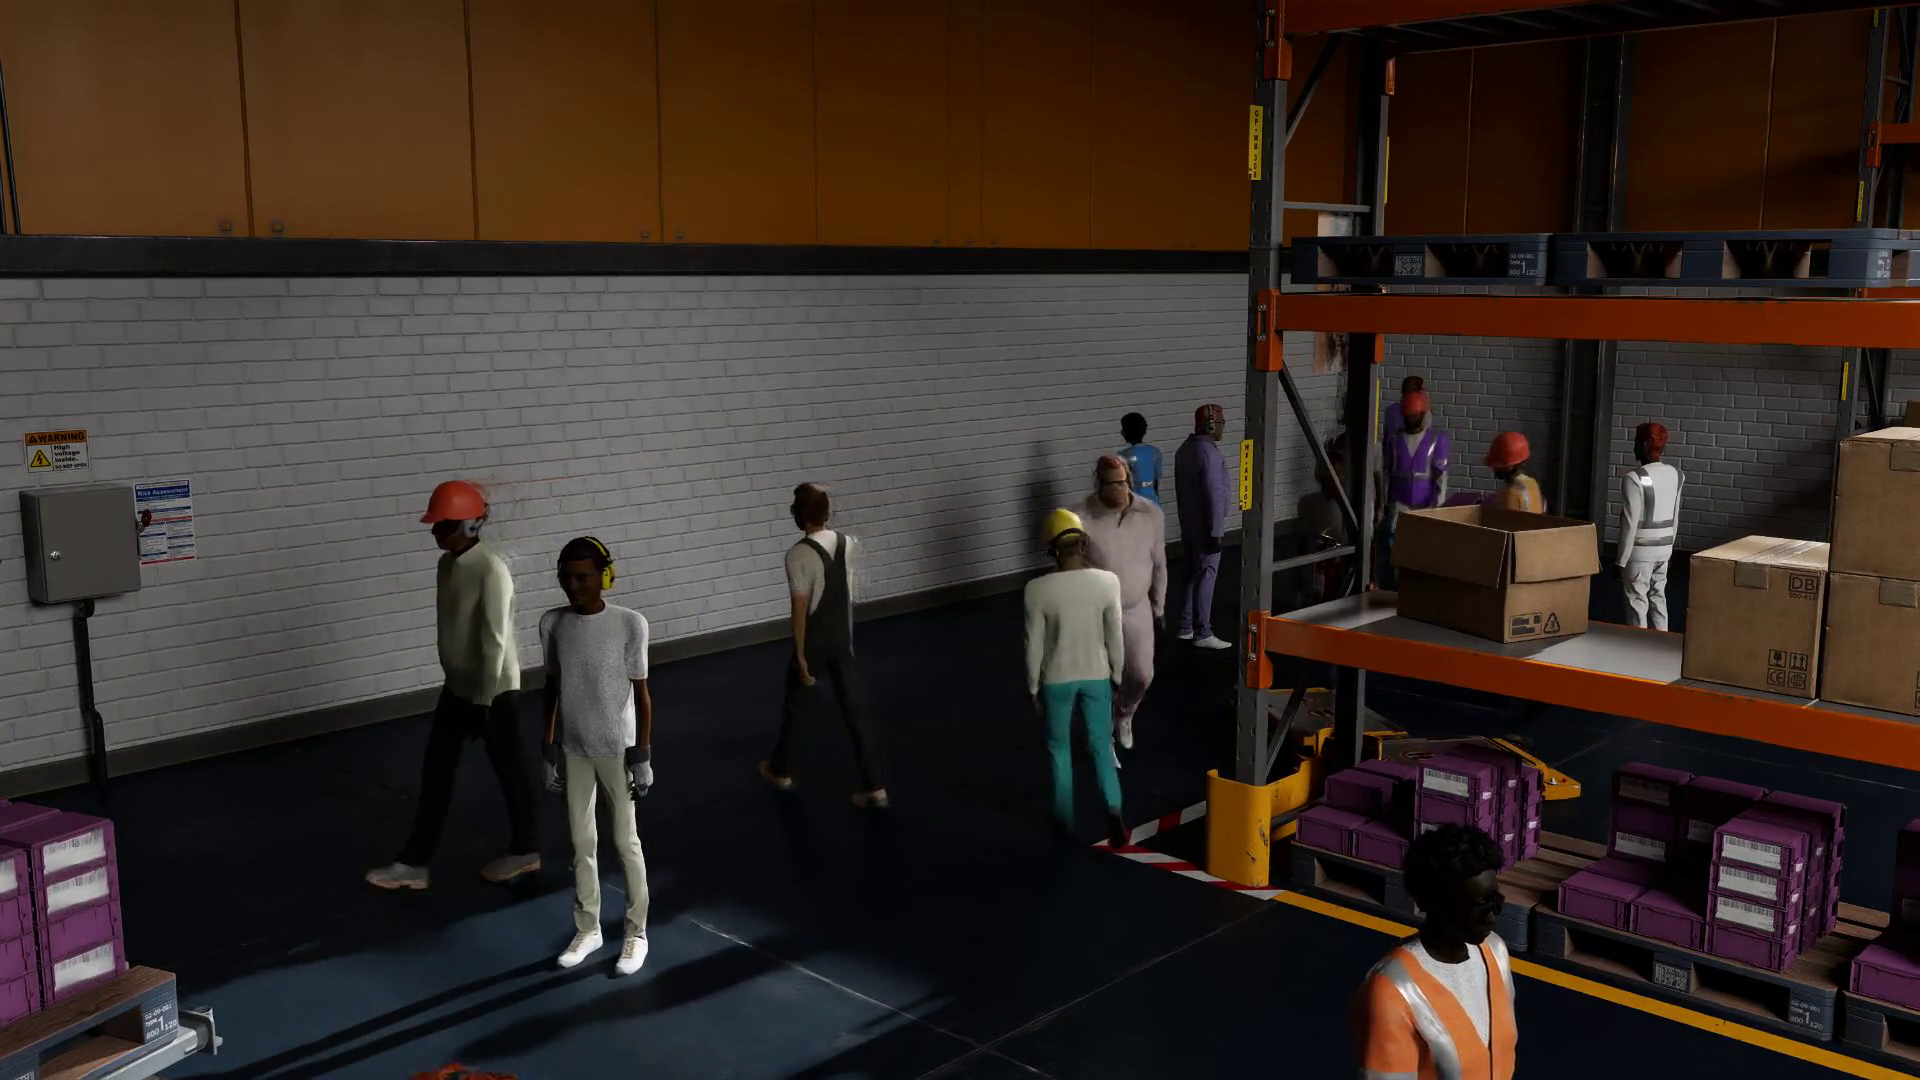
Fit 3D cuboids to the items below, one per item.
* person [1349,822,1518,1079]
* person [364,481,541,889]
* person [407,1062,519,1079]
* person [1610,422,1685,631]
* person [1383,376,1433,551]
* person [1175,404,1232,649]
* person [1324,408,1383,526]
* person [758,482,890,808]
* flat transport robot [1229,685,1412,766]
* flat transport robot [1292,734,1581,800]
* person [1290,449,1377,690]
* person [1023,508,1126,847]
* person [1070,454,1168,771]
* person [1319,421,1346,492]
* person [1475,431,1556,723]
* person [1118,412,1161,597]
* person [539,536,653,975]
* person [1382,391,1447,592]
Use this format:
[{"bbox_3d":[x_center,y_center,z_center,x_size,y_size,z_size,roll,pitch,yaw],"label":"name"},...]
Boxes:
[{"bbox_3d":[1.111,1.477,3.906,0.541,1.696,0.316,-8,12,-41],"label":"person"},{"bbox_3d":[-2.397,0.709,7.804,0.933,1.955,0.652,-9,13,-44],"label":"person"},{"bbox_3d":[-0.759,1.635,2.447,0.873,1.851,0.615,5,11,28],"label":"person"},{"bbox_3d":[4.812,0.113,11.704,0.576,1.883,0.354,-6,11,-32],"label":"person"},{"bbox_3d":[4.641,-0.782,17.298,0.396,1.847,0.564,-8,12,-39],"label":"person"},{"bbox_3d":[1.920,-0.111,13.007,0.402,1.906,0.652,-3,10,-16],"label":"person"},{"bbox_3d":[3.369,-0.286,14.335,0.505,1.827,0.882,4,10,24],"label":"person"},{"bbox_3d":[-0.755,0.575,9.175,0.532,1.800,0.991,-9,13,-42],"label":"person"},{"bbox_3d":[2.218,1.143,10.315,0.652,0.197,1.431,-2,9,-10],"label":"flat transport robot"},{"bbox_3d":[2.667,1.299,9.359,1.431,0.197,0.652,-2,9,-10],"label":"flat transport robot"},{"bbox_3d":[2.464,0.285,10.926,0.551,1.809,0.836,6,11,31],"label":"person"},{"bbox_3d":[0.602,0.717,8.451,0.540,1.738,0.620,-2,9,-12],"label":"person"},{"bbox_3d":[0.911,0.416,9.854,0.656,1.885,0.448,-2,9,-13],"label":"person"},{"bbox_3d":[3.354,-0.341,14.451,0.470,1.893,0.617,3,10,17],"label":"person"},{"bbox_3d":[3.740,0.223,10.998,0.620,1.909,0.692,7,11,35],"label":"person"},{"bbox_3d":[1.549,-0.274,14.665,0.573,1.693,0.318,-8,12,-41],"label":"person"},{"bbox_3d":[-1.528,0.897,6.982,0.511,1.862,0.323,2,10,13],"label":"person"},{"bbox_3d":[3.890,-0.324,14.338,0.556,1.888,0.947,4,10,21],"label":"person"}]
